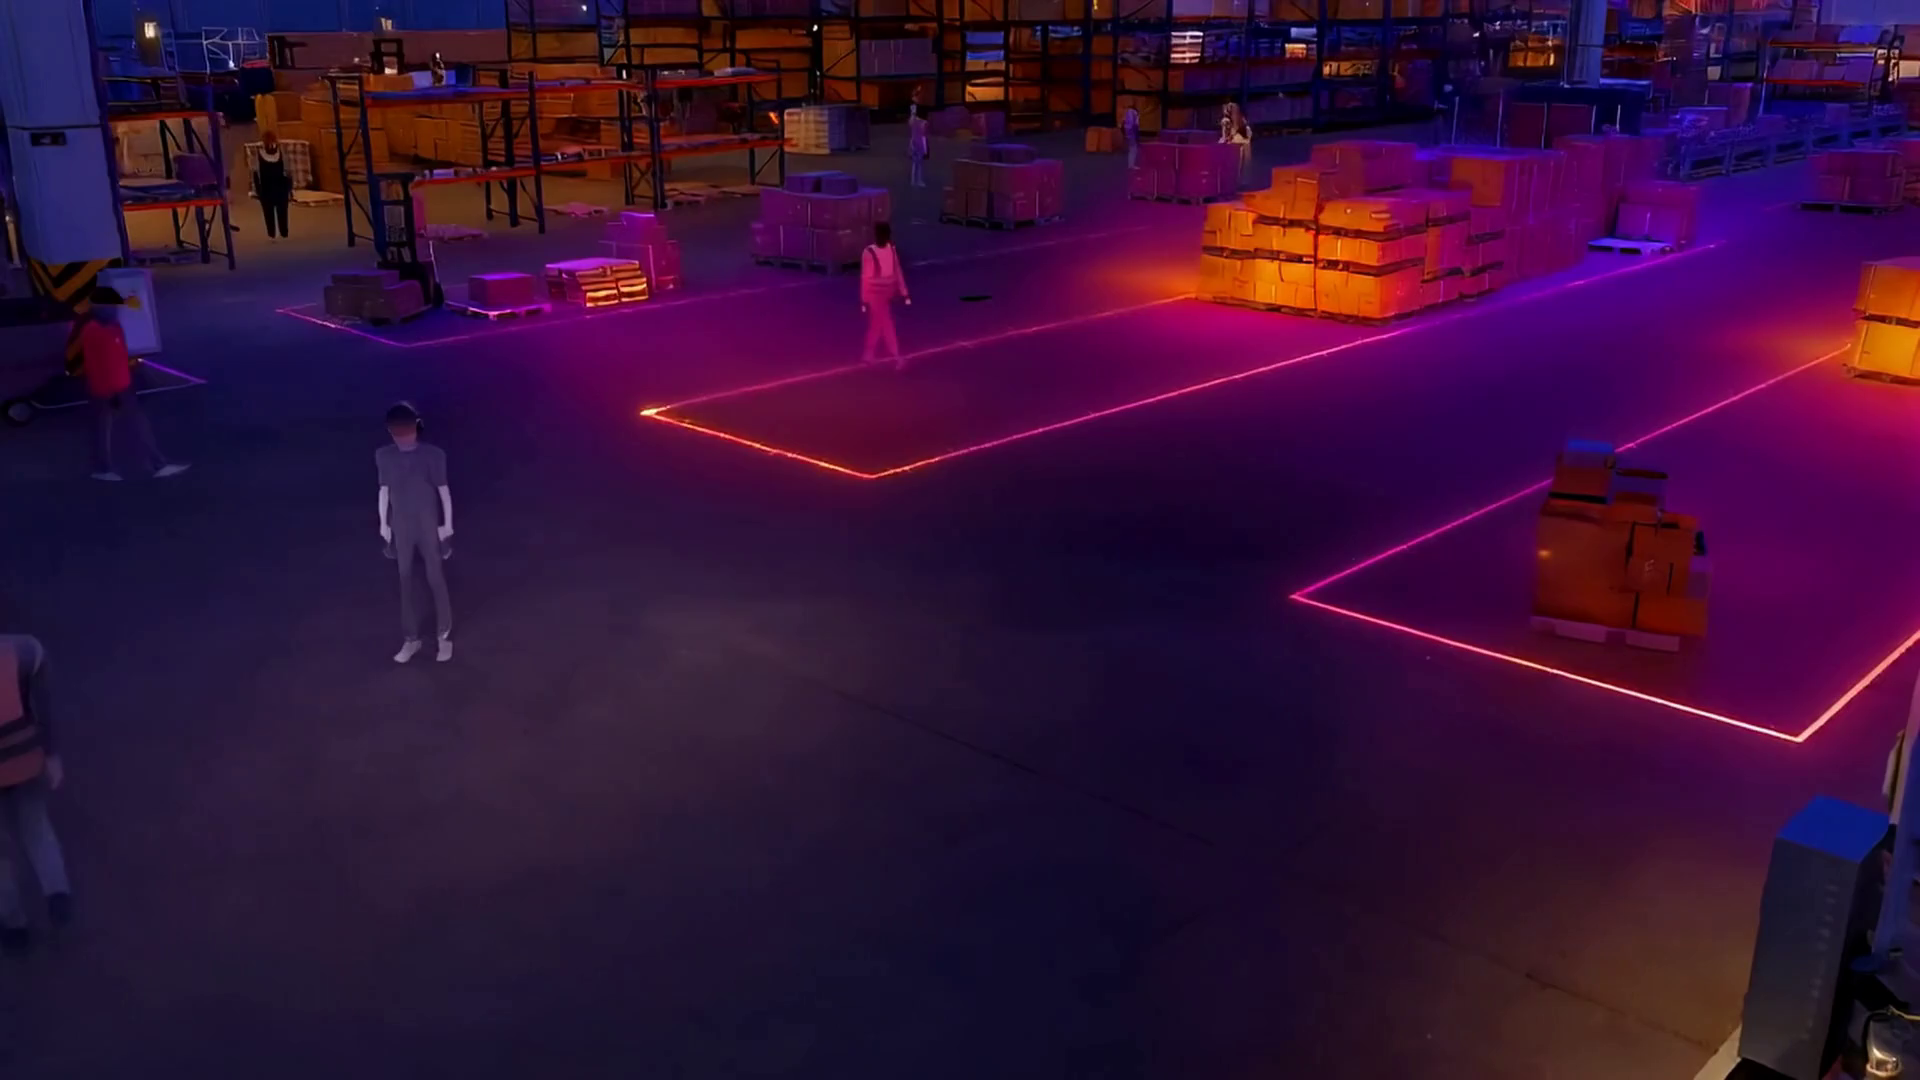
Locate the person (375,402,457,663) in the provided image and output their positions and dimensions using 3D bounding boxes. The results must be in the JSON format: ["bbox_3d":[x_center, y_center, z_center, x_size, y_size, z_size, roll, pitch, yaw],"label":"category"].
[{"bbox_3d":[-3.760,-0.047,11.511,0.534,1.864,0.310,0,18,-1],"label":"person"}]

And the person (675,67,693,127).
[{"bbox_3d":[-9.427,-15.136,56.825,0.611,1.961,0.762,-4,19,-11],"label":"person"}]

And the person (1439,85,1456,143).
[{"bbox_3d":[13.905,-12.036,47.589,0.568,1.884,1.003,15,24,38],"label":"person"}]

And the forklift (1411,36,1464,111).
[{"bbox_3d":[18.137,-17.540,62.626,1.873,2.768,1.129,17,25,41],"label":"forklift"}]

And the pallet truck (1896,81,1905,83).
[{"bbox_3d":[34.802,-16.331,61.455,0.653,1.274,1.630,17,25,41],"label":"pallet truck"}]

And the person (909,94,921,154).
[{"bbox_3d":[-1.257,-11.796,47.200,0.334,1.686,0.532,7,20,21],"label":"person"}]

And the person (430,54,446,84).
[{"bbox_3d":[-22.009,-19.523,70.144,0.554,1.903,0.962,-8,20,-24],"label":"person"}]

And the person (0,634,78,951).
[{"bbox_3d":[-4.661,1.078,8.023,0.446,1.933,0.612,16,24,40],"label":"person"}]

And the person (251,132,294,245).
[{"bbox_3d":[-12.598,-6.461,30.559,0.700,2.000,0.846,-8,20,-22],"label":"person"}]

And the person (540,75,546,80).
[{"bbox_3d":[-13.706,-14.364,54.759,0.925,1.794,0.635,-13,23,-35],"label":"person"}]

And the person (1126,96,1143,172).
[{"bbox_3d":[4.510,-10.424,42.718,0.464,1.909,0.598,10,21,29],"label":"person"}]

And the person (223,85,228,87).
[{"bbox_3d":[-20.950,-12.086,47.765,0.642,1.894,1.040,-13,23,-35],"label":"person"}]

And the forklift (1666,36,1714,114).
[{"bbox_3d":[27.341,-17.291,61.877,1.129,2.768,1.873,17,25,41],"label":"forklift"}]

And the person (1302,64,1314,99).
[{"bbox_3d":[13.827,-18.023,66.001,0.542,1.649,0.896,4,19,12],"label":"person"}]

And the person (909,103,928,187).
[{"bbox_3d":[-0.975,-9.352,39.403,0.381,1.956,0.606,-15,23,-37],"label":"person"}]

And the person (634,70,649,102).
[{"bbox_3d":[-10.755,-14.878,56.127,0.384,1.914,0.595,16,24,40],"label":"person"}]

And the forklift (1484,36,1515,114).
[{"bbox_3d":[19.973,-17.201,61.605,1.873,2.768,1.129,16,24,40],"label":"forklift"}]

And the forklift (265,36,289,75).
[{"bbox_3d":[-25.671,-17.576,62.735,1.129,2.768,1.873,17,25,41],"label":"forklift"}]

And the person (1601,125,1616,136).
[{"bbox_3d":[13.203,-7.519,33.994,0.997,1.887,0.546,-7,20,-21],"label":"person"}]

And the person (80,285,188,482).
[{"bbox_3d":[-7.918,-1.456,15.724,0.902,1.890,0.590,4,19,11],"label":"person"}]

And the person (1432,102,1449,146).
[{"bbox_3d":[12.336,-10.452,43.047,0.629,1.739,0.536,-2,18,-7],"label":"person"}]

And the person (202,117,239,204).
[{"bbox_3d":[-16.032,-8.274,36.216,0.830,1.909,0.657,15,24,38],"label":"person"}]

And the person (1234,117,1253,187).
[{"bbox_3d":[6.755,-9.260,39.627,0.542,1.624,0.499,-8,20,-23],"label":"person"}]

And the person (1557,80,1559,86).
[{"bbox_3d":[20.800,-15.226,57.602,0.502,1.632,0.279,-9,20,-26],"label":"person"}]

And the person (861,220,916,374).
[{"bbox_3d":[-0.858,-2.970,20.342,0.941,1.839,0.599,12,22,31],"label":"person"}]

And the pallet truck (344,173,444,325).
[{"bbox_3d":[-8.209,-4.181,23.757,0.823,1.965,1.885,3,19,9],"label":"pallet truck"}]

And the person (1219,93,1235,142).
[{"bbox_3d":[7.781,-12.216,48.533,0.530,1.626,0.437,16,24,40],"label":"person"}]

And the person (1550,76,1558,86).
[{"bbox_3d":[20.691,-15.460,58.345,0.629,1.619,0.508,12,22,33],"label":"person"}]

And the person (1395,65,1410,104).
[{"bbox_3d":[16.978,-17.319,63.770,0.533,1.724,0.898,11,21,29],"label":"person"}]

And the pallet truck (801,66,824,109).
[{"bbox_3d":[-4.812,-15.182,56.903,0.823,1.965,1.885,-9,21,-26],"label":"pallet truck"}]

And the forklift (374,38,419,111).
[{"bbox_3d":[-20.410,-16.608,59.819,1.129,2.768,1.873,1,18,3],"label":"forklift"}]
